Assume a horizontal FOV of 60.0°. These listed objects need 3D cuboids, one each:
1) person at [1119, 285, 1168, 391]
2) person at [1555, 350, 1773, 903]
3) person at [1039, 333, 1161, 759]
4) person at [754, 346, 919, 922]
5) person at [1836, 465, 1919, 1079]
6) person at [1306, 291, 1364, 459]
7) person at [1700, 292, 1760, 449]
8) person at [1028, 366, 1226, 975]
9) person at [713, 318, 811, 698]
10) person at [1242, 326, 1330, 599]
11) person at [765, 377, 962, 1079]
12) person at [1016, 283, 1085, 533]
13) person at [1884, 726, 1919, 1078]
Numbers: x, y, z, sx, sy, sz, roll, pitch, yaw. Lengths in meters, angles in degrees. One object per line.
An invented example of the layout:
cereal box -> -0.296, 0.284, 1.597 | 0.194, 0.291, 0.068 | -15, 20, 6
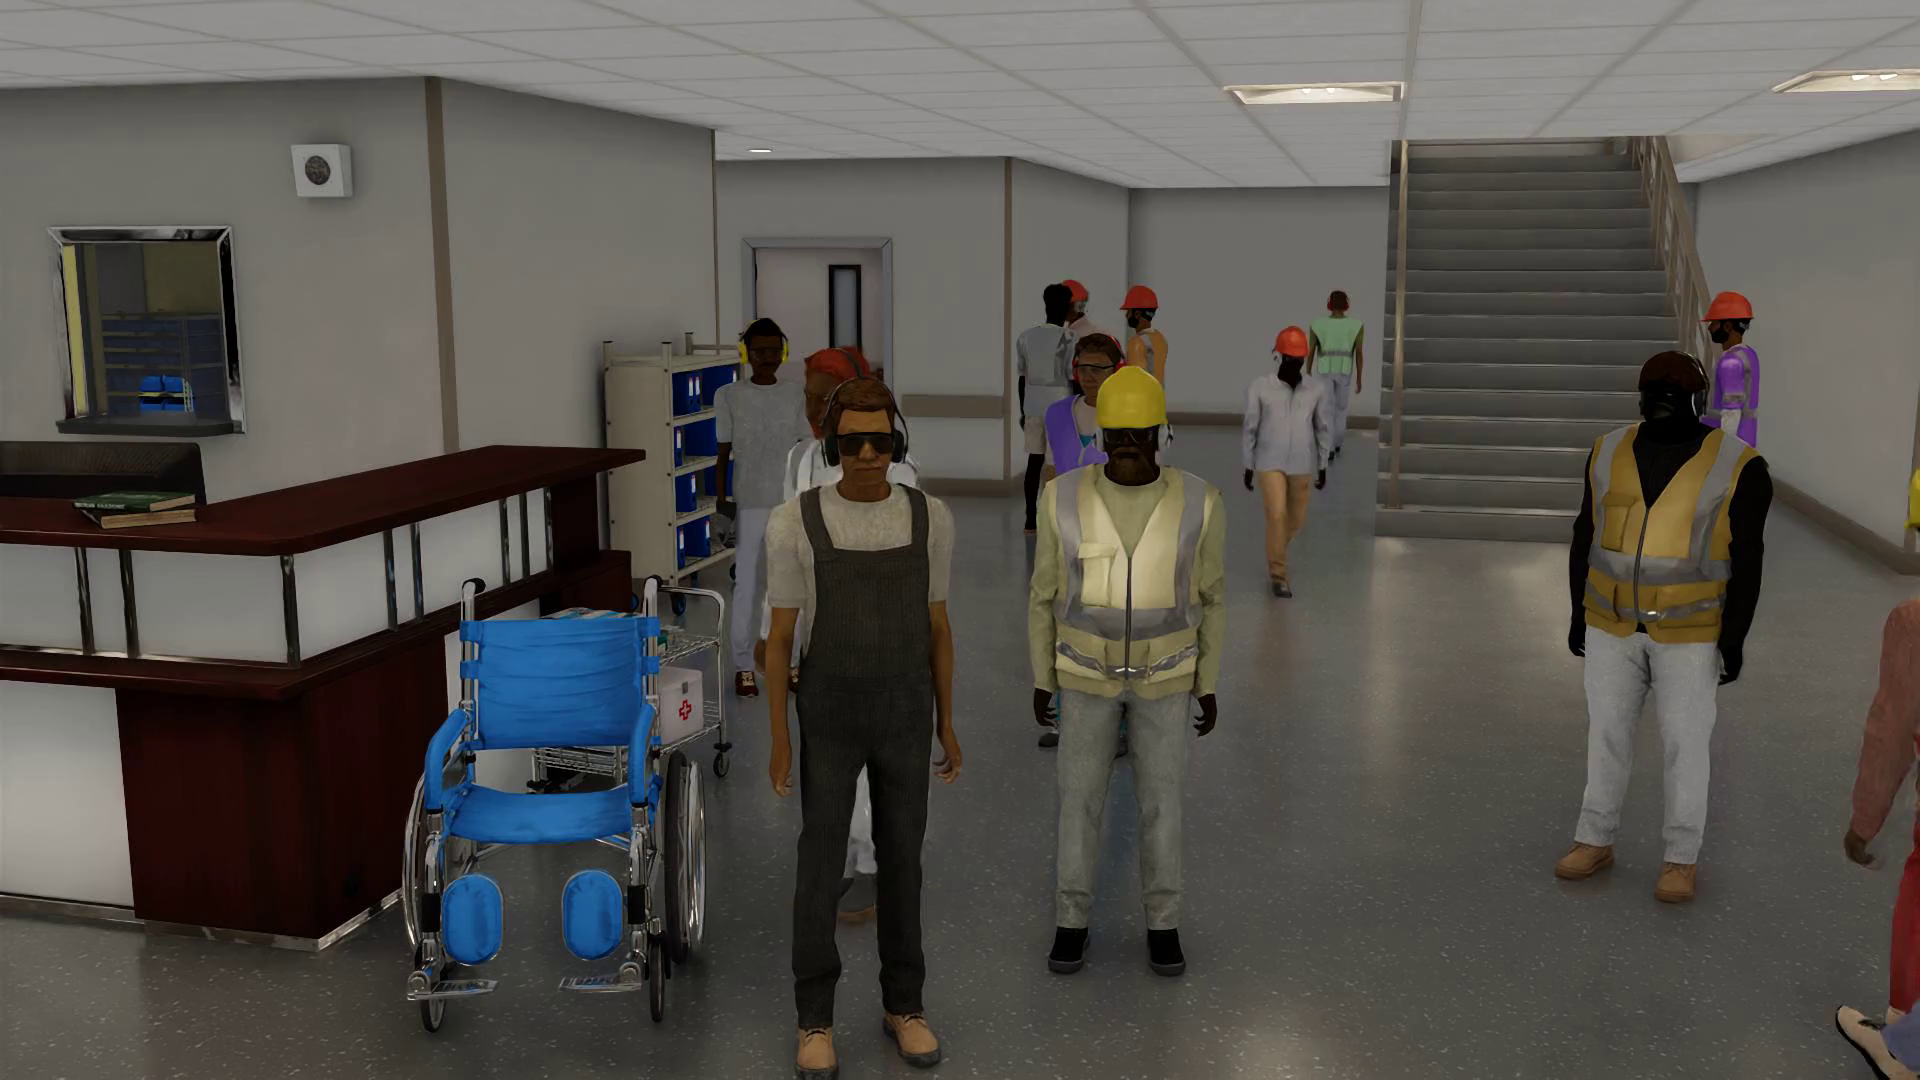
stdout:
person -> 1.362, -0.953, 12.627 | 0.356, 1.937, 0.552 | 5, 11, 26
person -> 2.346, 0.287, 5.613 | 0.623, 1.844, 0.429 | 8, 13, 40
person -> 0.614, 0.022, 7.203 | 0.571, 1.835, 0.382 | 7, 12, 37
person -> -0.390, 0.311, 5.387 | 0.404, 1.872, 0.615 | -7, 12, -37
person -> 2.370, 0.642, 3.903 | 0.582, 1.699, 0.890 | -2, 10, -10
person -> 4.051, -1.795, 18.022 | 0.584, 1.789, 1.006 | 1, 10, 7
person -> 4.767, -0.575, 10.404 | 0.373, 1.934, 0.551 | 6, 12, 33
person -> 0.497, 0.396, 4.991 | 0.590, 1.833, 0.404 | 1, 10, 4
person -> -0.948, -0.155, 8.162 | 0.508, 1.863, 0.326 | -3, 10, -16
person -> 2.083, -0.526, 10.748 | 0.570, 1.725, 0.723 | -2, 10, -9
person -> -0.248, 0.494, 4.372 | 0.520, 1.844, 0.330 | -3, 10, -18
person -> 0.715, -0.996, 12.841 | 0.610, 1.954, 0.387 | 7, 12, 36
person -> 2.673, 0.541, 4.350 | 0.329, 1.764, 0.524 | 4, 11, 24
